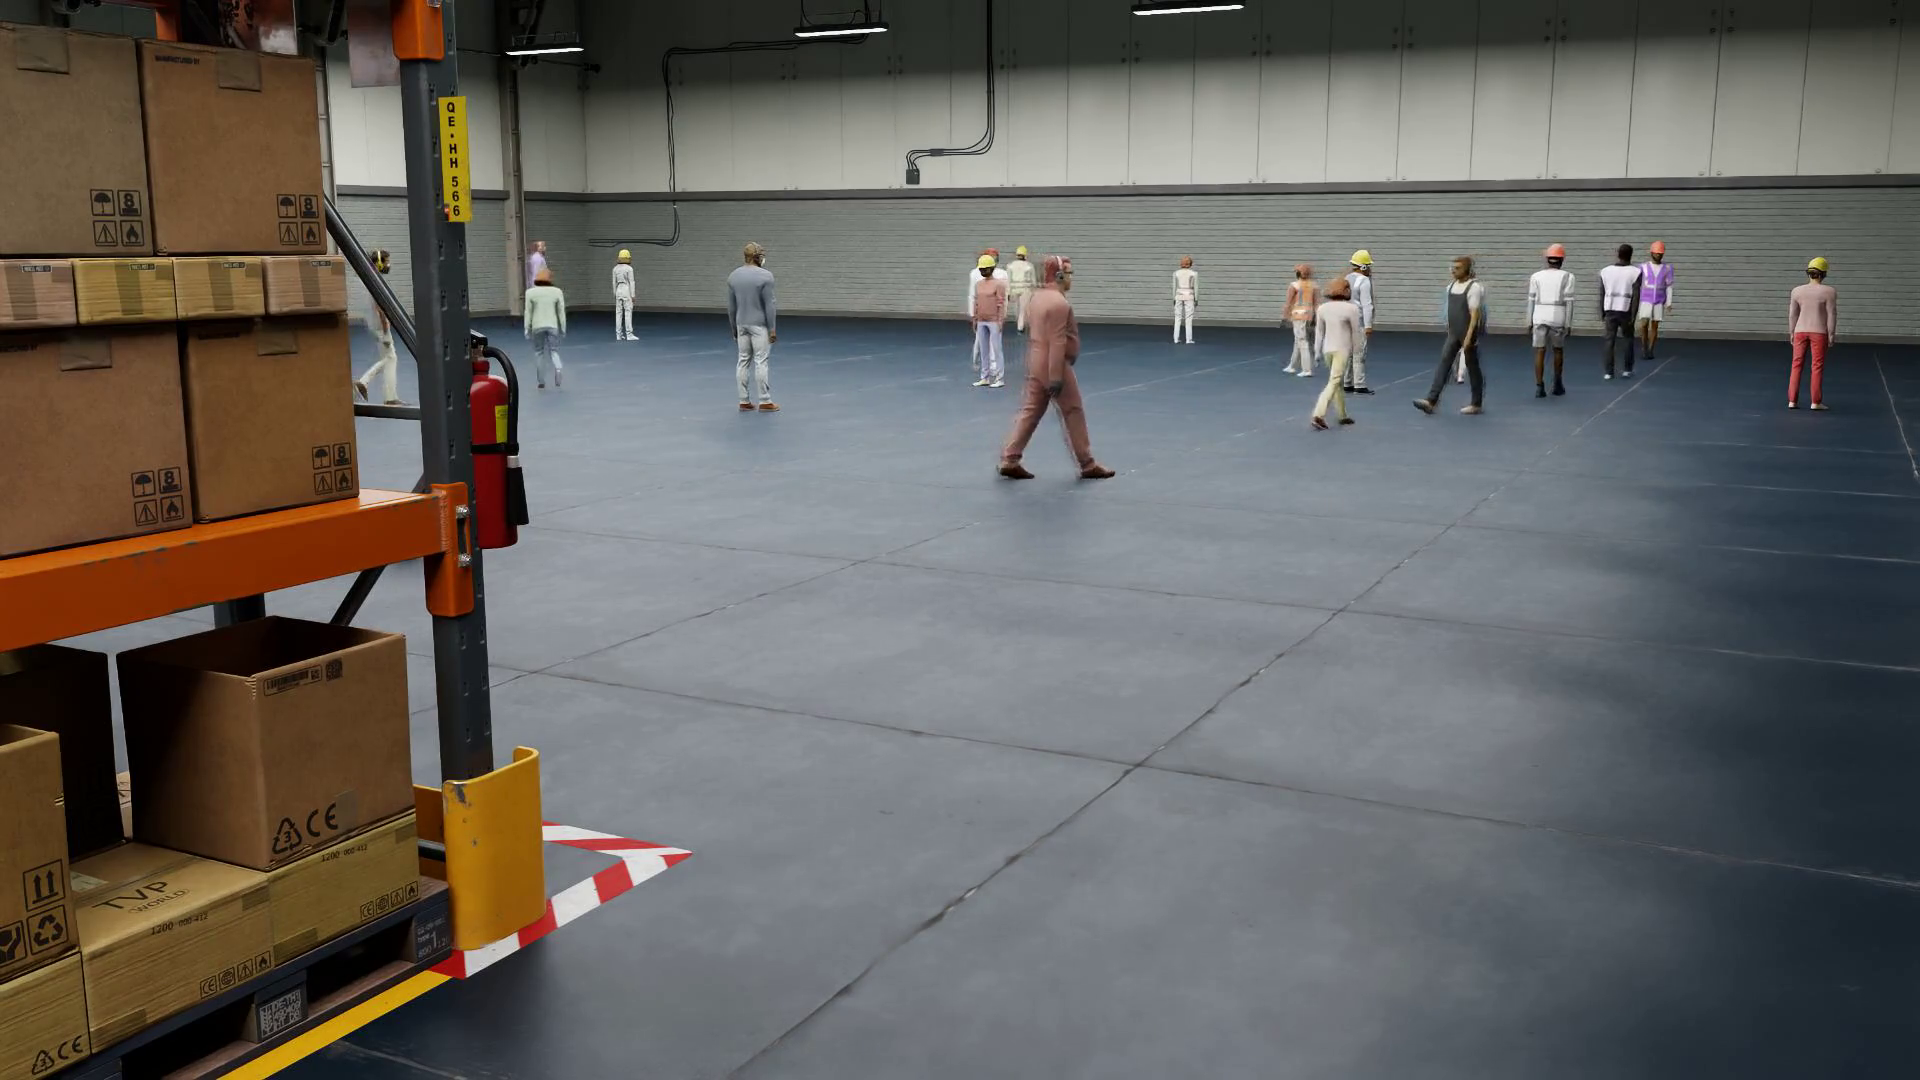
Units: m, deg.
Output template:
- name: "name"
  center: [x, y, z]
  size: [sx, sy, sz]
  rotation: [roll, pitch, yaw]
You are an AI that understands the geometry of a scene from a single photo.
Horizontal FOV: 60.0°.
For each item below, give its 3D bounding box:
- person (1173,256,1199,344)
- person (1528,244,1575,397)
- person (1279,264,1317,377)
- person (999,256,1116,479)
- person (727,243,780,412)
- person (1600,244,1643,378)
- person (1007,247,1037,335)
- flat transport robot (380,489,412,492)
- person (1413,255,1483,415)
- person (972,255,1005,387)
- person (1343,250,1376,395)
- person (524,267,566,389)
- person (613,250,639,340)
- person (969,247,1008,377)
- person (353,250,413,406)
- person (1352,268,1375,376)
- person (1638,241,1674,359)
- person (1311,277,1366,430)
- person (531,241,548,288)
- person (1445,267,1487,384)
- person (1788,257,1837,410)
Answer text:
- name: "person"
  center: [4.214, -4.481, 31.107]
  size: [0.509, 1.629, 0.314]
  rotation: [5, 12, 27]
- name: "person"
  center: [7.458, -2.765, 20.988]
  size: [0.566, 1.896, 0.881]
  rotation: [6, 12, 28]
- name: "person"
  center: [4.829, -3.155, 23.913]
  size: [0.525, 1.605, 0.774]
  rotation: [-8, 13, -36]
- name: "person"
  center: [0.778, -1.415, 13.779]
  size: [0.980, 1.860, 0.659]
  rotation: [-3, 11, -17]
- name: "person"
  center: [-2.372, -2.431, 19.090]
  size: [0.628, 1.937, 0.378]
  rotation: [6, 12, 28]
- name: "person"
  center: [9.447, -3.258, 23.746]
  size: [0.598, 1.883, 0.879]
  rotation: [8, 13, 36]
- name: "person"
  center: [1.290, -5.118, 34.168]
  size: [0.606, 1.781, 0.907]
  rotation: [4, 11, 22]
- name: "flat transport robot"
  center: [-3.870, -0.160, 11.244]
  size: [0.652, 0.197, 1.431]
  rotation: [-1, 10, -7]
- name: "person"
  center: [5.558, -2.284, 18.662]
  size: [0.974, 1.791, 0.534]
  rotation: [-5, 12, -28]
- name: "person"
  center: [0.373, -2.915, 22.218]
  size: [0.526, 1.761, 0.333]
  rotation: [9, 13, 39]
- name: "person"
  center: [5.081, -2.766, 21.191]
  size: [0.403, 1.834, 0.588]
  rotation: [-4, 11, -20]
- name: "person"
  center: [-5.424, -2.766, 21.789]
  size: [0.528, 1.612, 0.504]
  rotation: [-4, 11, -21]
- name: "person"
  center: [-6.505, -4.758, 32.300]
  size: [0.490, 1.743, 0.324]
  rotation: [6, 12, 28]
- name: "person"
  center: [0.405, -3.305, 24.070]
  size: [0.580, 1.855, 0.825]
  rotation: [-3, 11, -14]
- name: "person"
  center: [-6.809, -2.465, 19.499]
  size: [0.558, 1.854, 0.554]
  rotation: [-7, 12, -32]
- name: "person"
  center: [5.756, -3.171, 23.999]
  size: [0.385, 1.615, 0.496]
  rotation: [8, 13, 37]
- name: "person"
  center: [11.285, -3.880, 27.031]
  size: [0.580, 1.914, 0.682]
  rotation: [3, 11, 14]
- name: "person"
  center: [3.944, -1.960, 17.458]
  size: [0.853, 1.592, 0.500]
  rotation: [-8, 13, -37]
- name: "person"
  center: [-9.170, -5.584, 36.389]
  size: [0.472, 1.894, 0.648]
  rotation: [-4, 11, -19]
- name: "person"
  center: [6.974, -2.968, 22.920]
  size: [0.543, 1.589, 0.849]
  rotation: [5, 11, 24]
- name: "person"
  center: [9.890, -2.386, 19.304]
  size: [0.309, 1.769, 0.524]
  rotation: [-9, 14, -41]
